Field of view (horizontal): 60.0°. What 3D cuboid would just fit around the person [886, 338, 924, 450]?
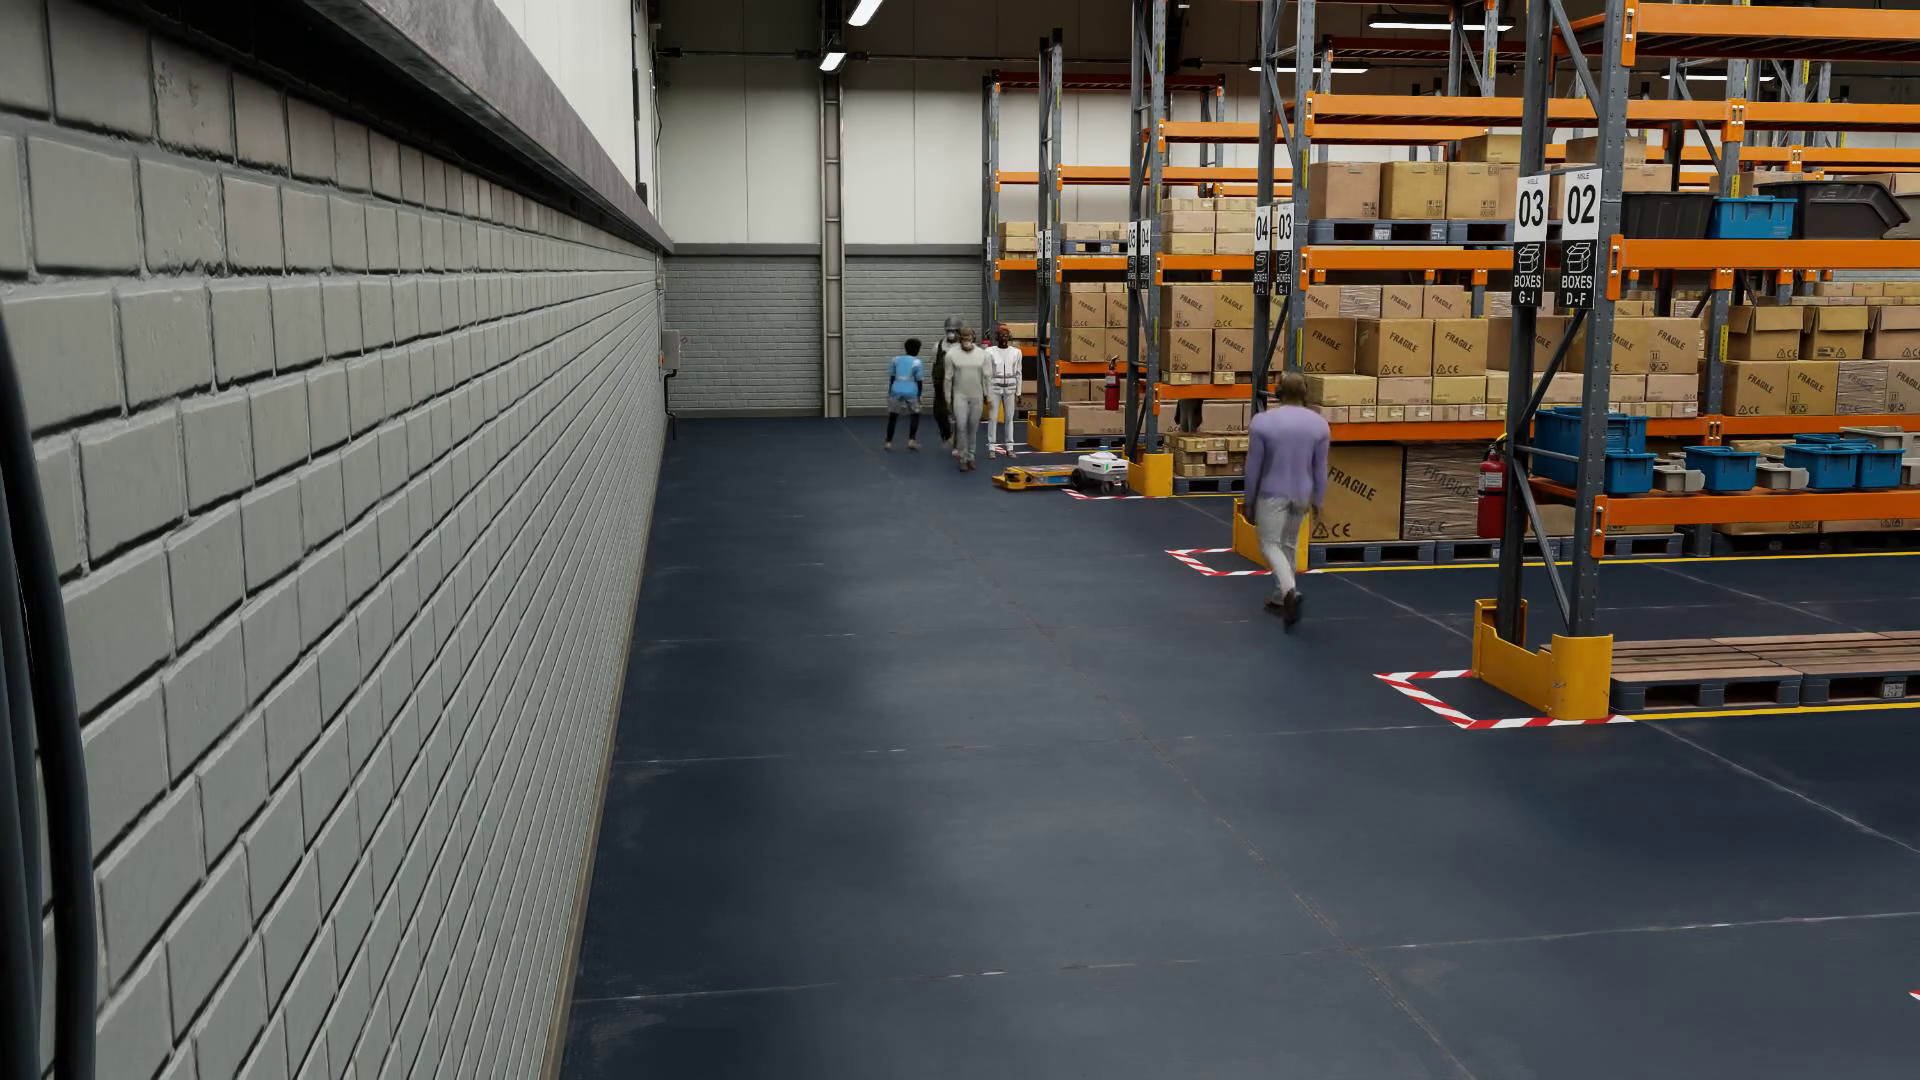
[{"bbox_3d":[-0.814,-2.144,24.561,0.597,1.658,0.427,4,10,22],"label":"person"}]

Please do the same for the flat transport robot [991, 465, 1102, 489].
[{"bbox_3d":[1.161,-0.789,20.456,1.431,0.197,0.652,-3,10,-17],"label":"flat transport robot"}]

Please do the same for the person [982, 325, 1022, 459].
[{"bbox_3d":[0.597,-2.081,23.475,0.575,1.883,0.355,-2,9,-11],"label":"person"}]

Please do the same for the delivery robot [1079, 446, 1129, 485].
[{"bbox_3d":[1.713,-0.878,19.843,0.477,0.478,0.707,-5,10,-25],"label":"delivery robot"}]

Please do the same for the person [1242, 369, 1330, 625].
[{"bbox_3d":[2.469,-0.320,12.496,0.632,1.919,0.831,-2,9,-13],"label":"person"}]

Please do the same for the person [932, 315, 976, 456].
[{"bbox_3d":[-0.100,-2.219,23.836,0.687,2.000,0.553,3,10,17],"label":"person"}]

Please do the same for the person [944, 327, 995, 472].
[{"bbox_3d":[0.131,-1.852,21.977,0.655,1.896,0.826,-1,9,-7],"label":"person"}]

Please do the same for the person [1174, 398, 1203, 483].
[{"bbox_3d":[2.827,-1.600,20.587,0.333,1.860,0.510,-4,10,-26],"label":"person"}]
